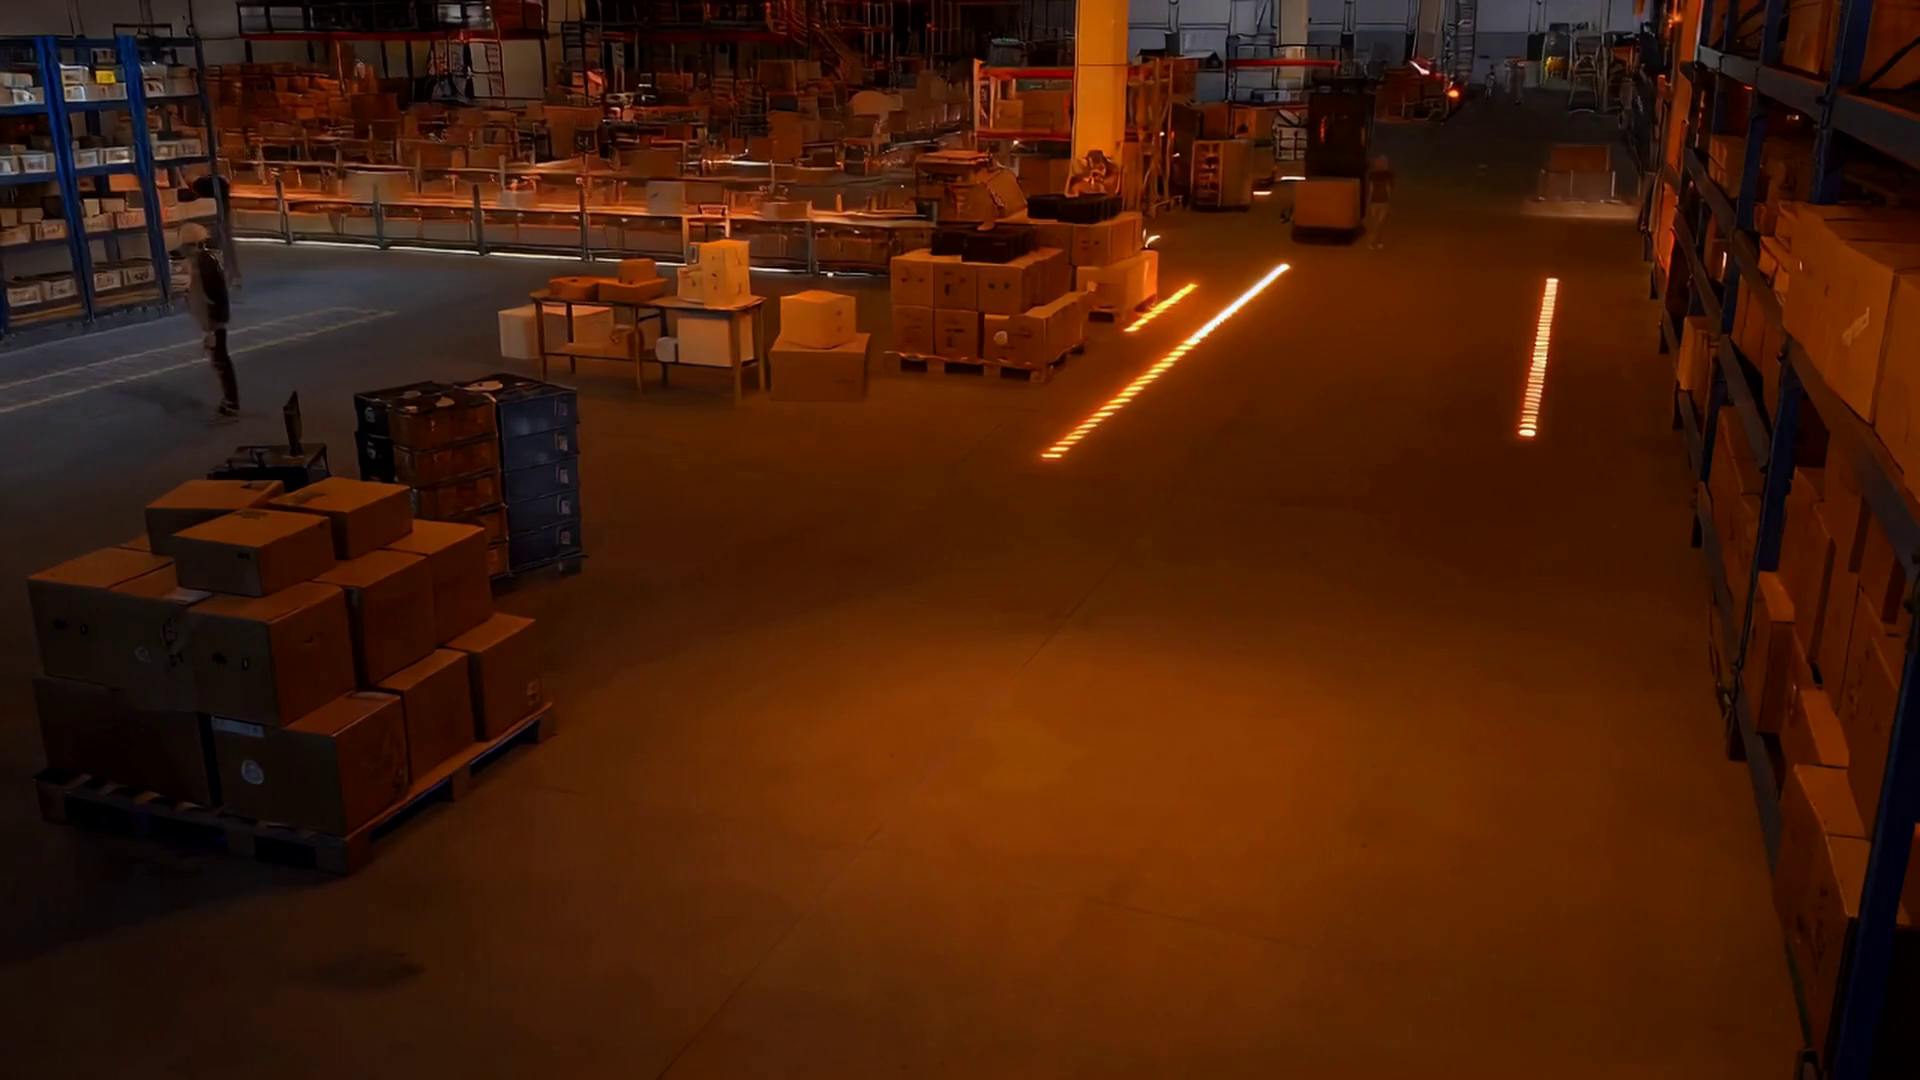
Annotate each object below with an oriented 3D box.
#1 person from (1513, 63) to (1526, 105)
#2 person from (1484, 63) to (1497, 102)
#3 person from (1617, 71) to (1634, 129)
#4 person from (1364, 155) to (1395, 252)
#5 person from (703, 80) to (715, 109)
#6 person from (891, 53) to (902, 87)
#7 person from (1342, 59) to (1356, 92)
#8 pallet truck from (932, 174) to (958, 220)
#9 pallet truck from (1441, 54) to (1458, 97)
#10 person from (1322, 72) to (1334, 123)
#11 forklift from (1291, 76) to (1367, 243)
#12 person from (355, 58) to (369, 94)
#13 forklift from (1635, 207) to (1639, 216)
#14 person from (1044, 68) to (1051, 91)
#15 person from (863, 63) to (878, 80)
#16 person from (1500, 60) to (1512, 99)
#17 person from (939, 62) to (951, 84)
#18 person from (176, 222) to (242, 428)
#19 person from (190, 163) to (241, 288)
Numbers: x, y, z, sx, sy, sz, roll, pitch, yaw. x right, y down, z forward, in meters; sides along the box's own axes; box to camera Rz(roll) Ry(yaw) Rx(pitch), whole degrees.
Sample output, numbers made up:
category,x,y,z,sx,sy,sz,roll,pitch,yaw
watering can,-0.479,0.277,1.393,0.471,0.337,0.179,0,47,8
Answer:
category,x,y,z,sx,sy,sz,roll,pitch,yaw
person,24.187,-19.670,71.765,0.308,1.772,0.525,-4,18,-12
person,23.707,-20.471,74.418,0.547,1.680,0.378,12,21,34
person,22.975,-15.154,57.299,0.356,1.936,0.551,-10,20,-29
person,7.056,-5.684,28.093,0.502,1.605,0.806,14,23,38
person,-8.289,-14.176,54.520,0.612,1.752,0.527,9,20,26
person,-3.312,-24.577,87.139,0.612,1.790,0.842,2,18,7
person,16.971,-20.046,72.748,0.587,1.897,0.846,-9,20,-26
pallet truck,-0.507,-5.292,27.348,0.653,1.274,1.630,6,19,19
pallet truck,22.765,-21.886,78.355,0.823,1.965,1.885,-4,18,-14
person,12.090,-14.475,54.999,0.691,2.000,0.696,15,23,40
forklift,6.598,-6.755,29.381,1.129,2.768,1.873,6,19,19
person,-27.744,-21.411,77.114,0.926,1.852,0.585,6,19,18
forklift,14.396,-7.770,32.571,1.873,2.768,1.129,6,19,19
person,4.315,-23.660,84.030,0.630,1.935,0.366,-4,18,-13
person,-3.448,-17.319,64.039,0.719,1.988,0.391,4,18,13
person,25.256,-21.270,76.855,0.498,1.726,0.419,-10,20,-28
person,-0.628,-18.858,69.042,0.532,1.876,0.321,-7,19,-20
person,-7.295,-2.092,16.172,0.392,1.990,0.614,-7,19,-21
person,-11.020,-4.644,24.400,0.959,1.867,0.661,11,21,30
